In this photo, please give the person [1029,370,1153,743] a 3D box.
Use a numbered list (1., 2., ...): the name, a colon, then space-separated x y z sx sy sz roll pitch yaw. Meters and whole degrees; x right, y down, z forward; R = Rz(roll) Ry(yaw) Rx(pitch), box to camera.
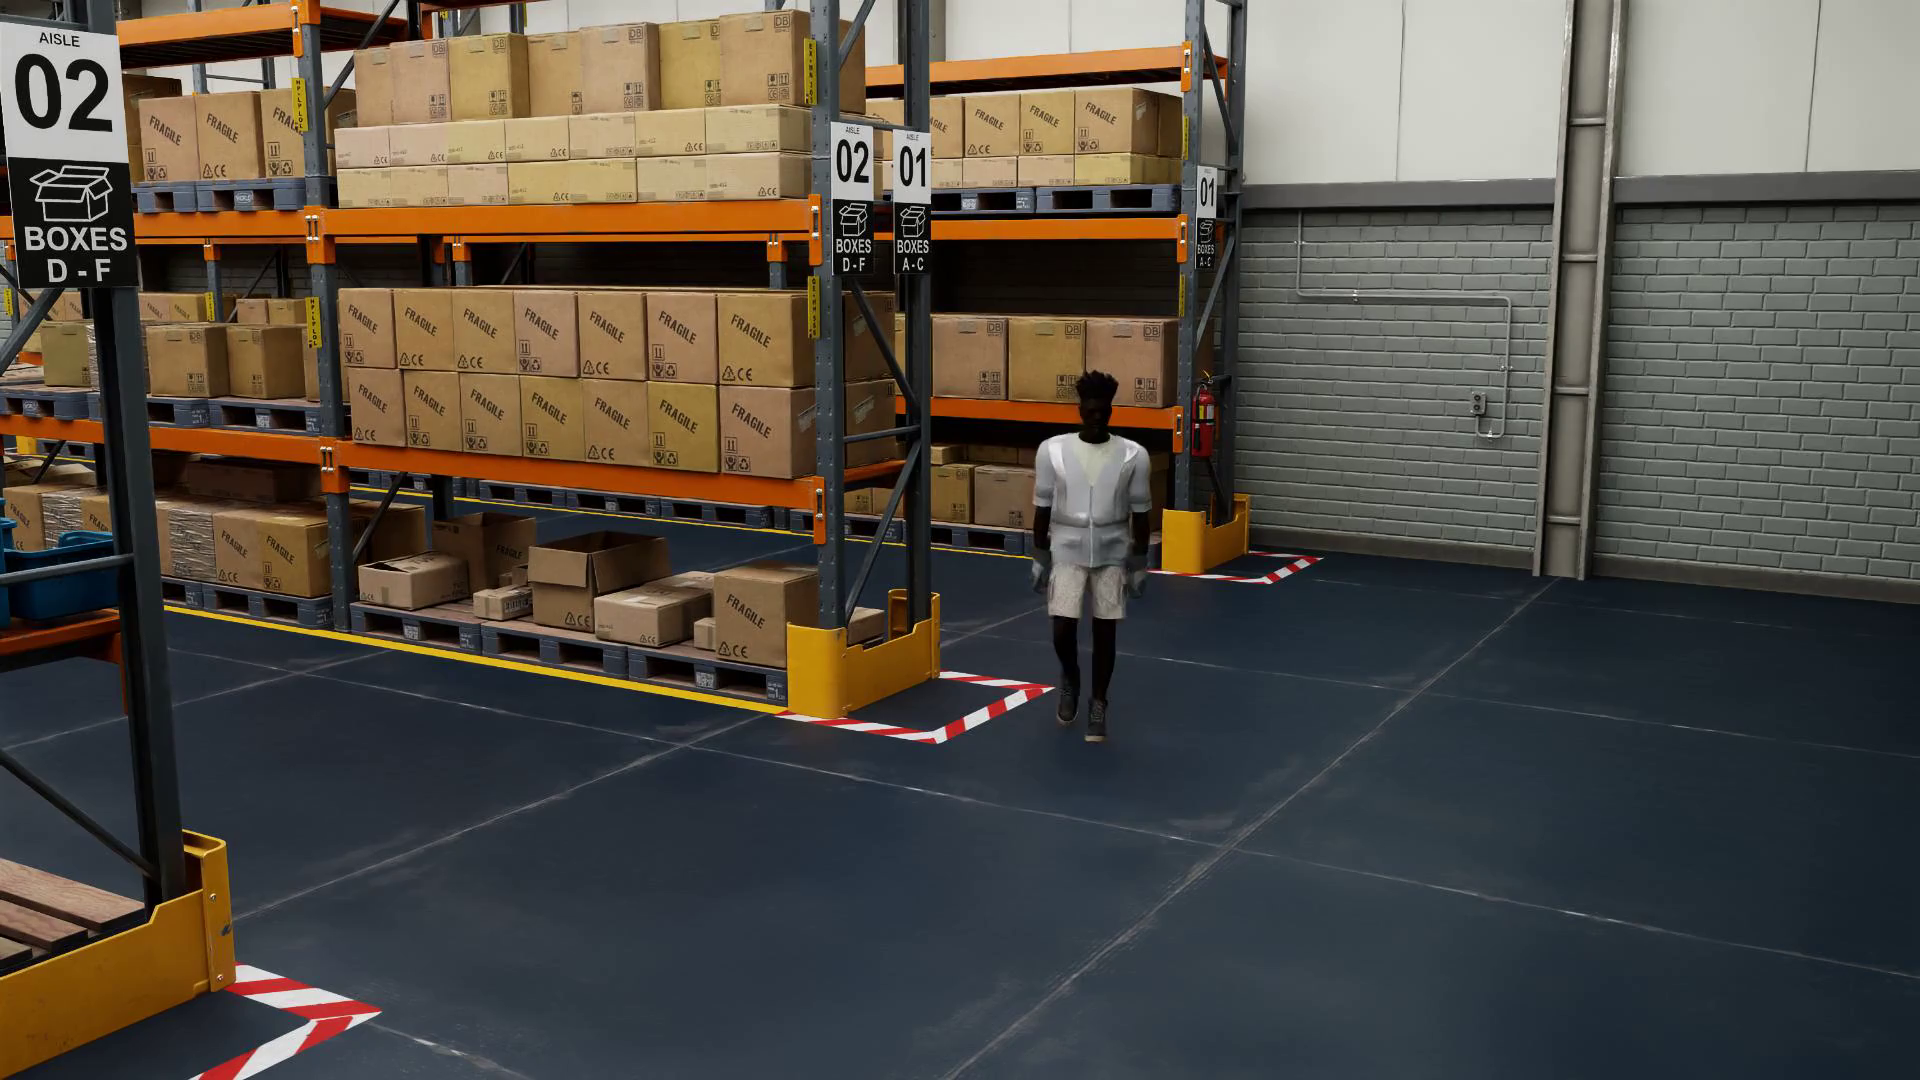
1. person: 0.680 0.089 8.669 0.643 1.952 0.417 1 10 3
